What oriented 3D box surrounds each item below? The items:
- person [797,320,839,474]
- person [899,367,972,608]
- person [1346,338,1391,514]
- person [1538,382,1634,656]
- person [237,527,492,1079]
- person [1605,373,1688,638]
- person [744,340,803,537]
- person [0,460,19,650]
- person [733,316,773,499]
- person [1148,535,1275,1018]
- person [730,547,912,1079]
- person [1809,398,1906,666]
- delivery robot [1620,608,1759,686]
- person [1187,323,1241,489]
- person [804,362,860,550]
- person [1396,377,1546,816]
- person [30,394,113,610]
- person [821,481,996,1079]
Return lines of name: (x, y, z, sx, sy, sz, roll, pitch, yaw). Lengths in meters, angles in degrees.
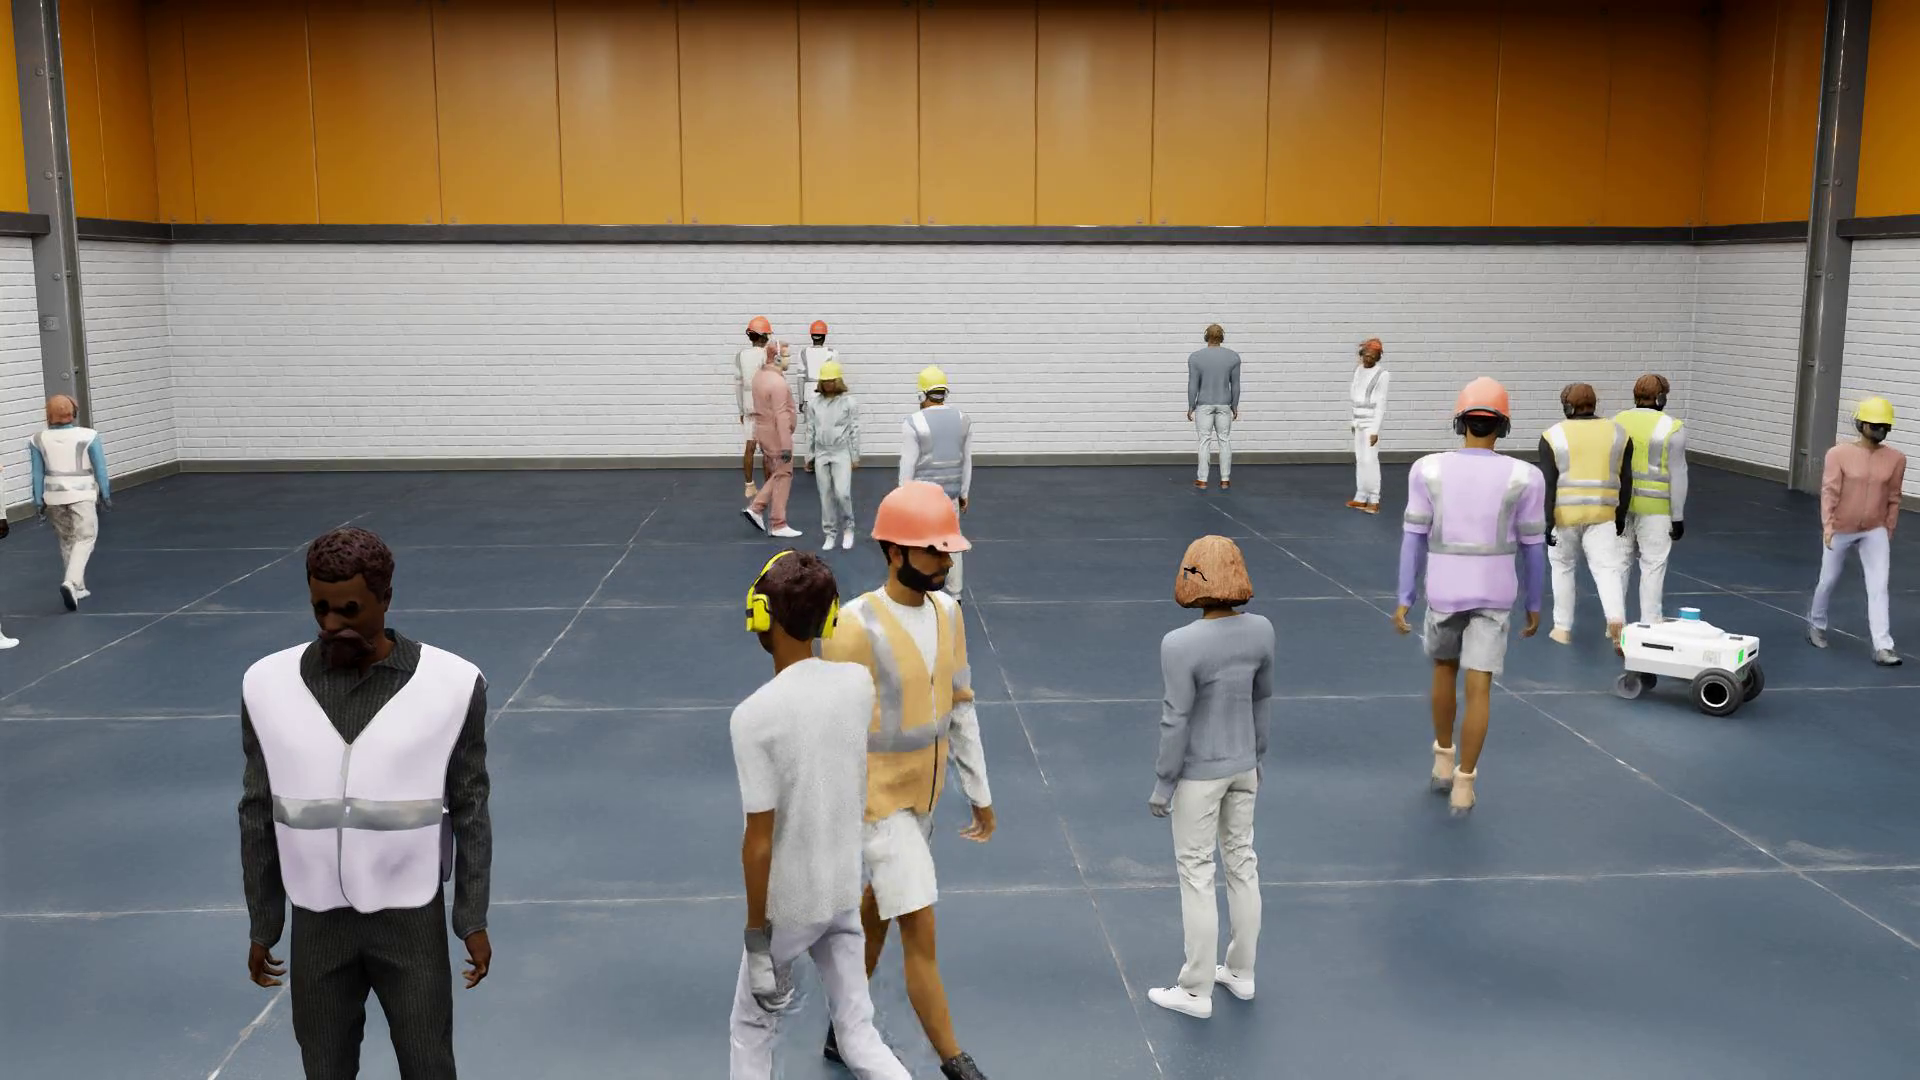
person: (-1.770, -1.794, 20.942, 0.543, 1.939, 0.370, 1, 9, 4)
person: (-0.196, -0.361, 12.283, 0.619, 1.829, 0.403, -6, 11, -33)
person: (4.270, -1.205, 17.560, 0.352, 1.857, 0.738, -3, 10, -18)
person: (4.156, -0.133, 11.012, 0.643, 1.808, 0.886, 1, 9, 6)
person: (-1.441, 0.906, 4.075, 0.587, 1.913, 0.391, -1, 9, -7)
person: (4.655, -0.212, 11.317, 0.429, 1.842, 0.627, -6, 11, -33)
person: (-1.745, -0.954, 15.825, 0.460, 1.885, 0.664, -4, 10, -26)
person: (-6.598, -0.205, 11.002, 0.593, 1.924, 0.384, 0, 9, -1)
person: (-2.219, -1.457, 18.502, 0.608, 2.044, 0.371, 5, 10, 28)
person: (0.852, 0.795, 5.641, 0.507, 1.633, 0.277, -7, 11, -37)
person: (-0.332, 0.934, 4.204, 0.914, 1.828, 0.496, 8, 12, 42)
person: (5.855, -0.073, 10.844, 0.538, 1.718, 0.925, 1, 9, 7)
delivery robot: (4.245, 0.640, 9.699, 0.707, 0.478, 0.477, 8, 12, 40)
person: (2.963, -1.560, 19.472, 0.627, 1.940, 0.372, 0, 9, -3)
person: (-1.160, -0.755, 15.095, 0.494, 1.728, 0.413, 2, 9, 15)
person: (2.426, 0.244, 7.872, 0.652, 2.016, 0.779, 4, 10, 22)
person: (-6.729, -0.293, 12.545, 0.516, 1.612, 0.730, -1, 9, -6)
person: (-0.085, 0.775, 4.948, 0.959, 1.889, 0.565, 6, 11, 34)
